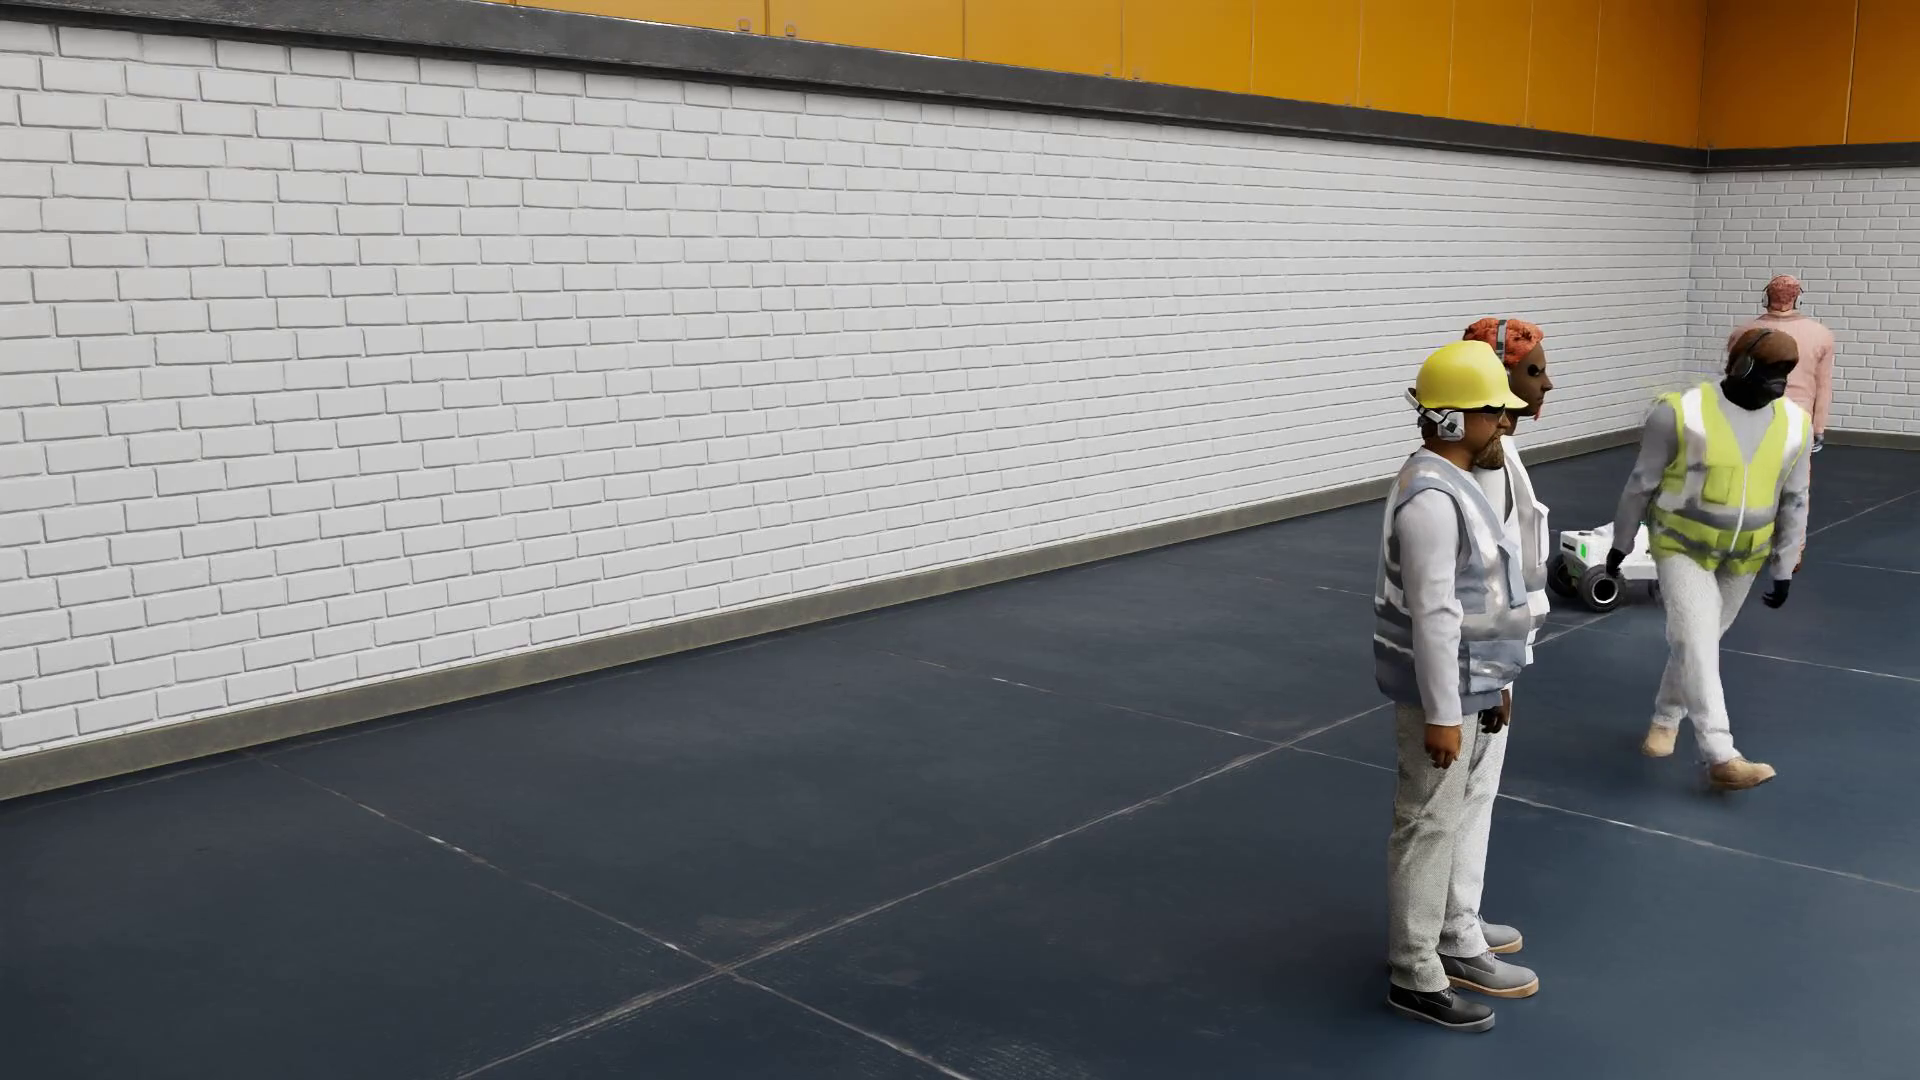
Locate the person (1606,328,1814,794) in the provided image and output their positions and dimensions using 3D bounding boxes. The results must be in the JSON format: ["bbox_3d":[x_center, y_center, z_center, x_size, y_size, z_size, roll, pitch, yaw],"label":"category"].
[{"bbox_3d":[2.934,0.066,6.475,0.685,1.772,0.946,0,10,-1],"label":"person"}]

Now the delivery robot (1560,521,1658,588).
[{"bbox_3d":[3.879,0.067,9.663,0.707,0.478,0.477,-1,10,-3],"label":"delivery robot"}]

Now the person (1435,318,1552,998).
[{"bbox_3d":[1.482,0.322,4.698,0.356,1.882,0.574,2,10,12],"label":"person"}]

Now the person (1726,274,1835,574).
[{"bbox_3d":[5.204,-0.735,10.646,0.637,1.910,0.406,3,10,15],"label":"person"}]

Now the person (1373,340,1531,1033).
[{"bbox_3d":[1.321,0.382,4.500,0.404,1.833,0.590,3,10,17],"label":"person"}]
